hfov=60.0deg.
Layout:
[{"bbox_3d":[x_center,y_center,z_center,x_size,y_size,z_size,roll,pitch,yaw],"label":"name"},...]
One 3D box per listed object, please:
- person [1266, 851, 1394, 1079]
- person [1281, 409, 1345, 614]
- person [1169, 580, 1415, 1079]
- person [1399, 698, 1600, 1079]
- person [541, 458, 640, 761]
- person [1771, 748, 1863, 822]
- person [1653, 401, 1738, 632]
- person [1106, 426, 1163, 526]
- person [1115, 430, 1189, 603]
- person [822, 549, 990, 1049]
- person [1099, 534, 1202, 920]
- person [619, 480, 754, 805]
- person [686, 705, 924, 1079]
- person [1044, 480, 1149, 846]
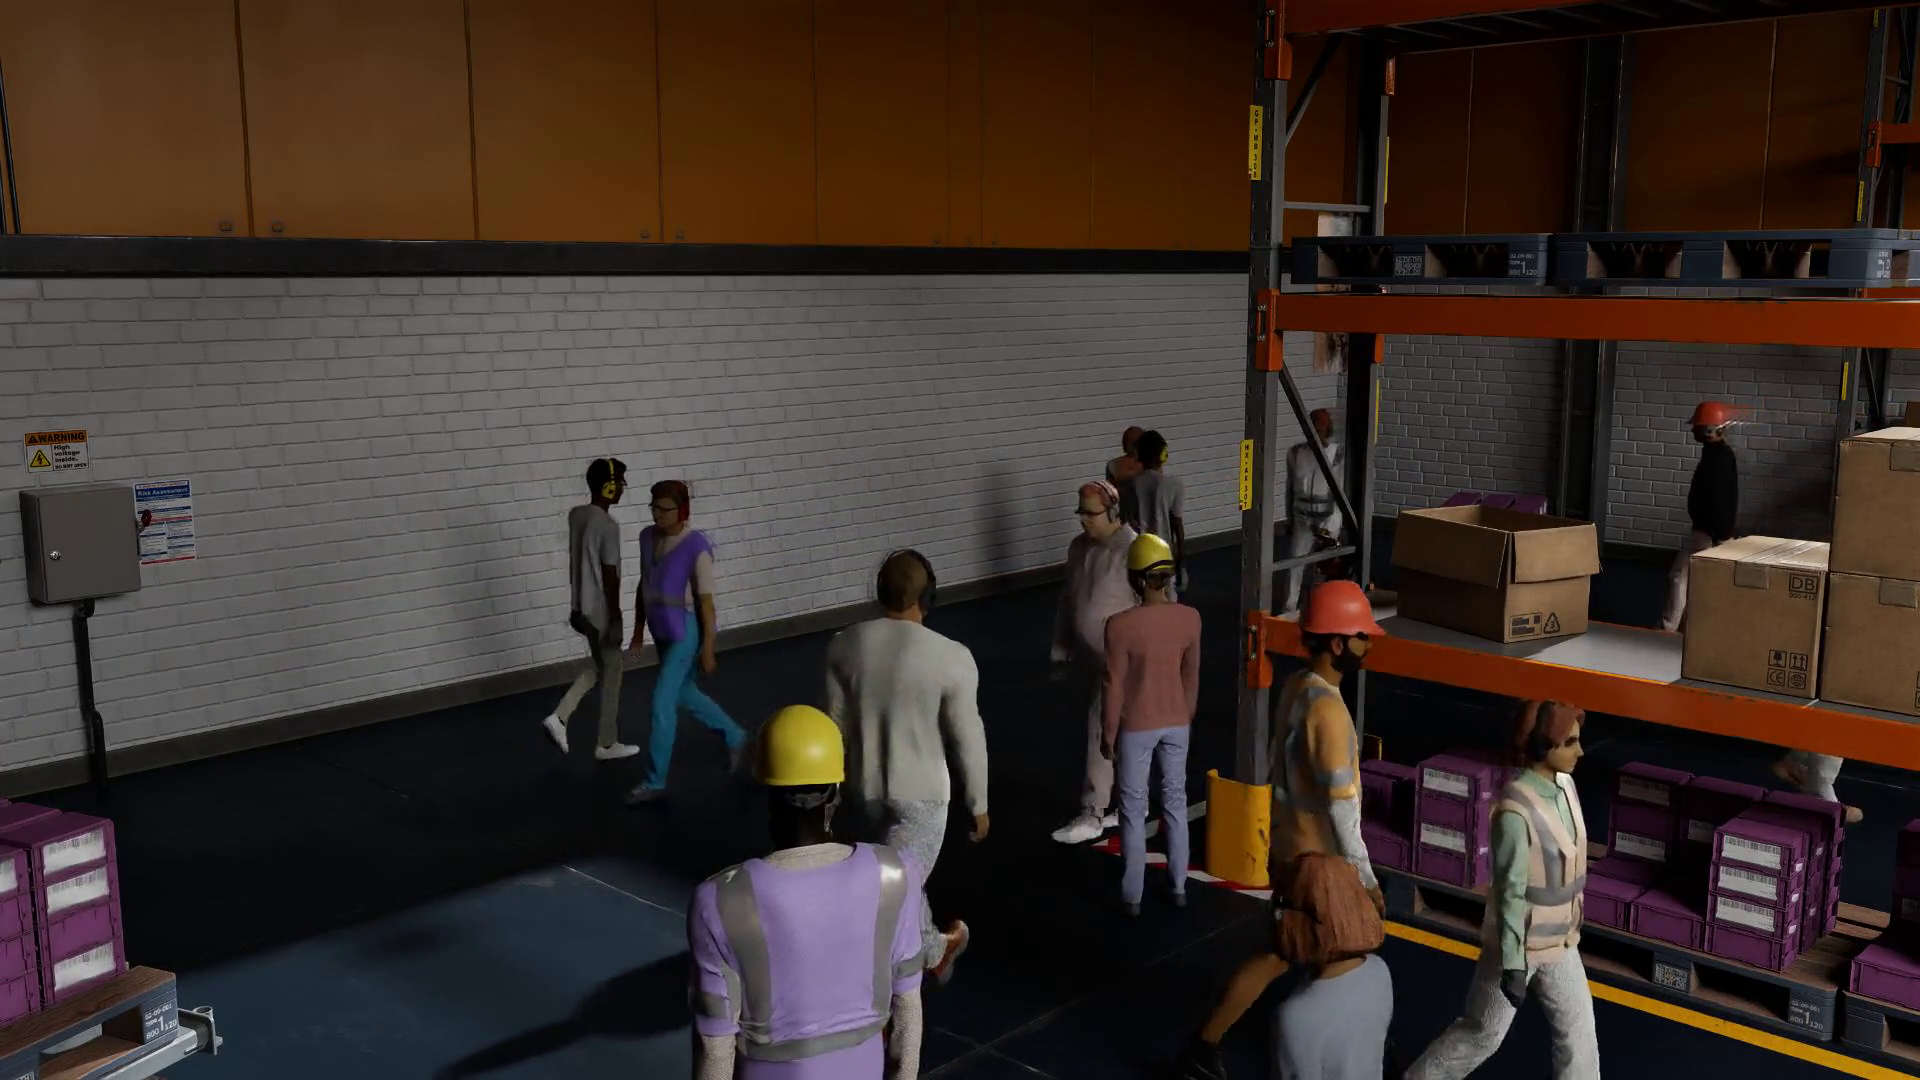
[{"bbox_3d":[0.823,1.513,4.002,0.856,1.581,0.529,9,13,43],"label":"person"},{"bbox_3d":[2.801,-0.117,13.233,0.571,1.840,0.870,5,11,30],"label":"person"},{"bbox_3d":[1.218,1.073,5.835,1.003,1.894,0.549,1,9,8],"label":"person"},{"bbox_3d":[1.789,1.282,5.388,0.822,1.605,0.525,8,12,41],"label":"person"},{"bbox_3d":[-2.188,0.430,9.868,0.509,1.844,0.538,-9,13,-43],"label":"person"},{"bbox_3d":[4.733,0.615,8.872,0.522,1.810,0.671,6,11,31],"label":"person"},{"bbox_3d":[5.879,-0.104,12.859,1.026,1.952,0.618,7,11,36],"label":"person"},{"bbox_3d":[1.464,-0.139,14.022,0.520,1.633,0.312,4,10,25],"label":"person"},{"bbox_3d":[1.350,0.165,11.532,0.537,1.830,0.706,3,10,18],"label":"person"},{"bbox_3d":[-0.181,0.966,6.445,0.650,1.882,1.025,5,11,29],"label":"person"},{"bbox_3d":[0.858,0.846,7.596,0.520,1.760,0.329,-5,10,-27],"label":"person"},{"bbox_3d":[-1.527,0.536,9.353,0.884,1.809,0.583,-8,12,-41],"label":"person"},{"bbox_3d":[-0.377,1.344,4.020,0.595,1.925,0.373,-5,10,-27],"label":"person"},{"bbox_3d":[0.700,0.626,8.631,0.812,1.870,0.655,-5,10,-27],"label":"person"}]
